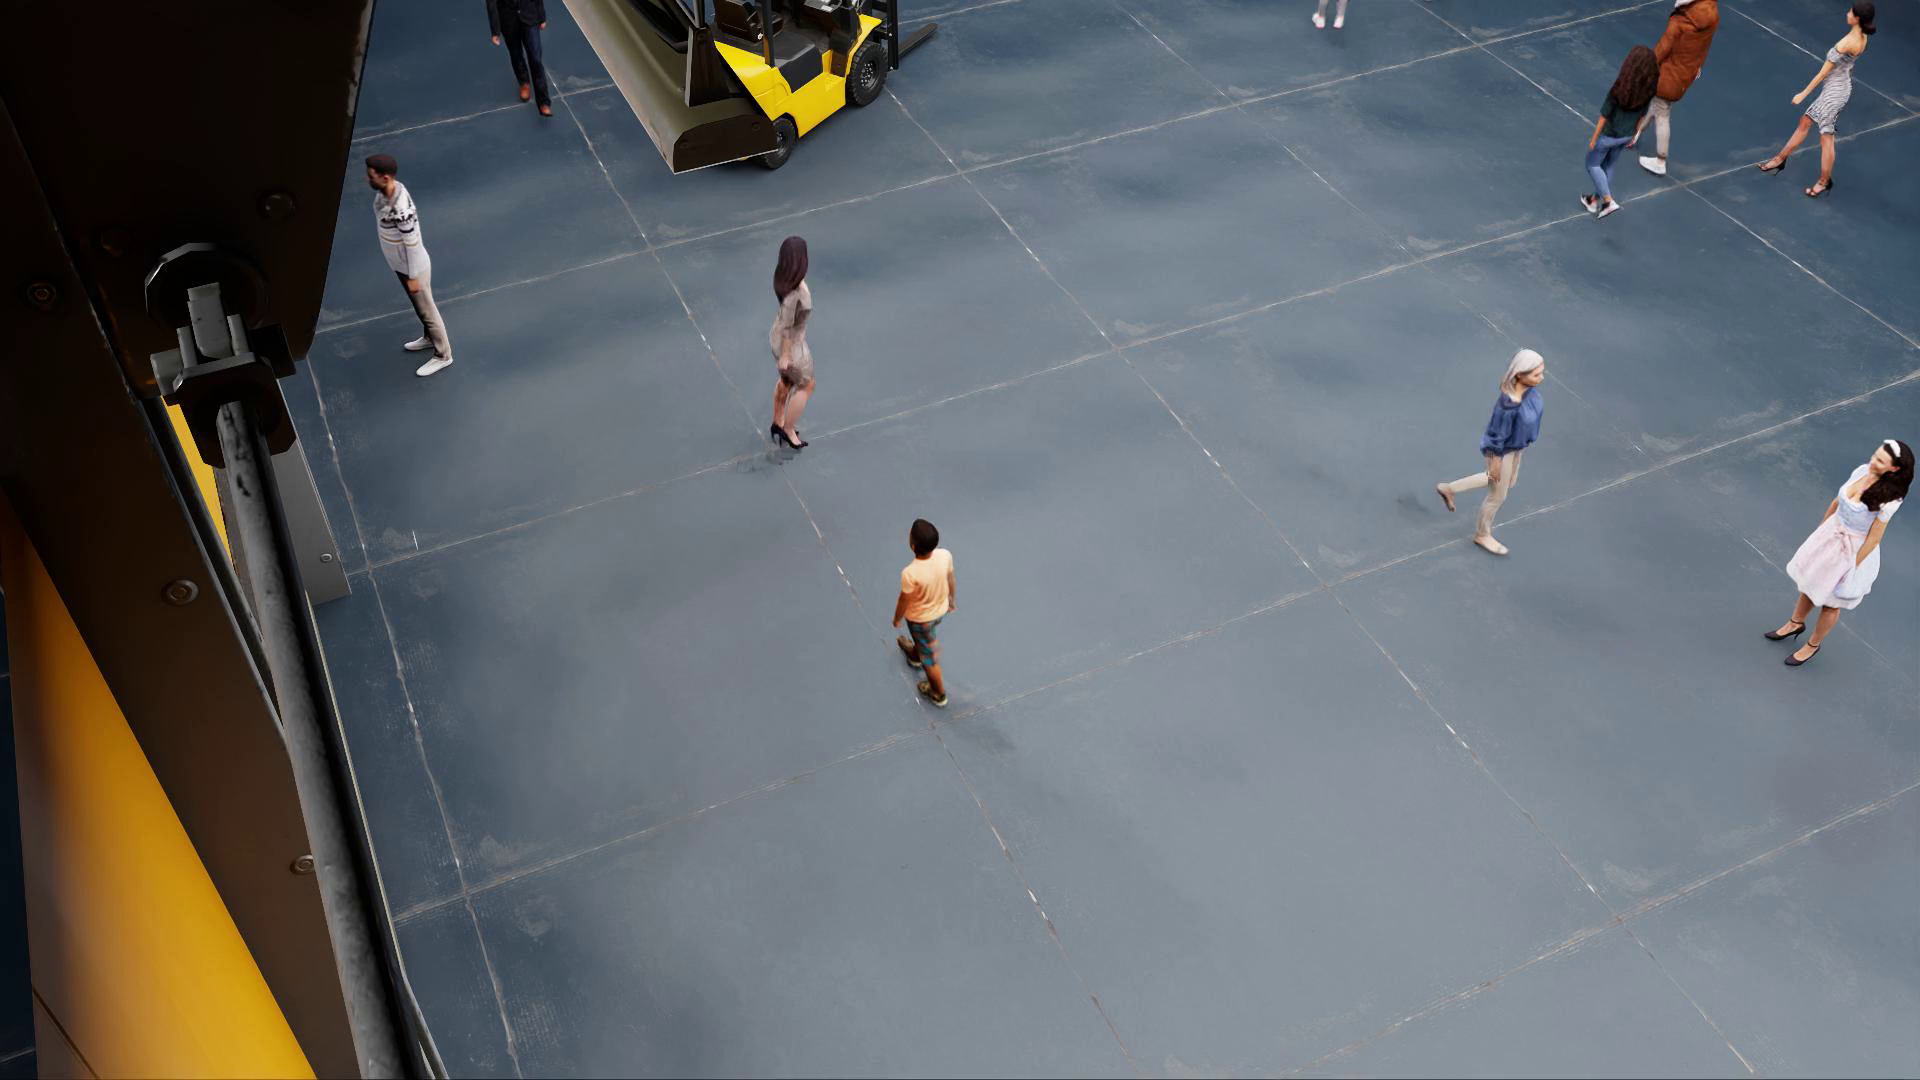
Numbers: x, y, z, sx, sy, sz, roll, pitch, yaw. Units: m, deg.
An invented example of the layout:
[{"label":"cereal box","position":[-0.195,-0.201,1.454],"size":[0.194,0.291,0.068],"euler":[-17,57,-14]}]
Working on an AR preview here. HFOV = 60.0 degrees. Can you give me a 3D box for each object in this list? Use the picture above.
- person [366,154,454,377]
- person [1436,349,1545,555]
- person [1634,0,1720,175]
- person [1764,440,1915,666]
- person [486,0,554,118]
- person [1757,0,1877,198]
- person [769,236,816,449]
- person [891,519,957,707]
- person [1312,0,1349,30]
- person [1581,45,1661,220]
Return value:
[{"label":"person","position":[-4.249,-2.161,12.838],"size":[0.743,1.862,0.506],"euler":[-20,47,-20]},{"label":"person","position":[3.642,-0.647,11.379],"size":[0.975,1.683,0.859],"euler":[25,49,24]},{"label":"person","position":[6.484,-4.146,14.962],"size":[0.779,1.807,1.026],"euler":[-24,49,-23]},{"label":"person","position":[5.579,0.076,10.520],"size":[0.846,1.822,0.758],"euler":[-6,44,-6]},{"label":"person","position":[-4.233,-4.979,15.872],"size":[0.798,1.758,1.199],"euler":[-12,45,-12]},{"label":"person","position":[7.762,-3.823,14.631],"size":[1.004,1.795,0.836],"euler":[28,50,26]},{"label":"person","position":[-1.290,-1.383,12.137],"size":[0.710,1.703,0.598],"euler":[-4,44,-4]},{"label":"person","position":[-0.159,0.487,10.362],"size":[0.704,1.444,0.895],"euler":[-33,53,-30]},{"label":"person","position":[3.908,-6.064,17.118],"size":[0.645,1.609,0.663],"euler":[1,44,1]},{"label":"person","position":[5.706,-3.476,14.406],"size":[0.680,1.604,0.854],"euler":[-10,44,-10]}]
